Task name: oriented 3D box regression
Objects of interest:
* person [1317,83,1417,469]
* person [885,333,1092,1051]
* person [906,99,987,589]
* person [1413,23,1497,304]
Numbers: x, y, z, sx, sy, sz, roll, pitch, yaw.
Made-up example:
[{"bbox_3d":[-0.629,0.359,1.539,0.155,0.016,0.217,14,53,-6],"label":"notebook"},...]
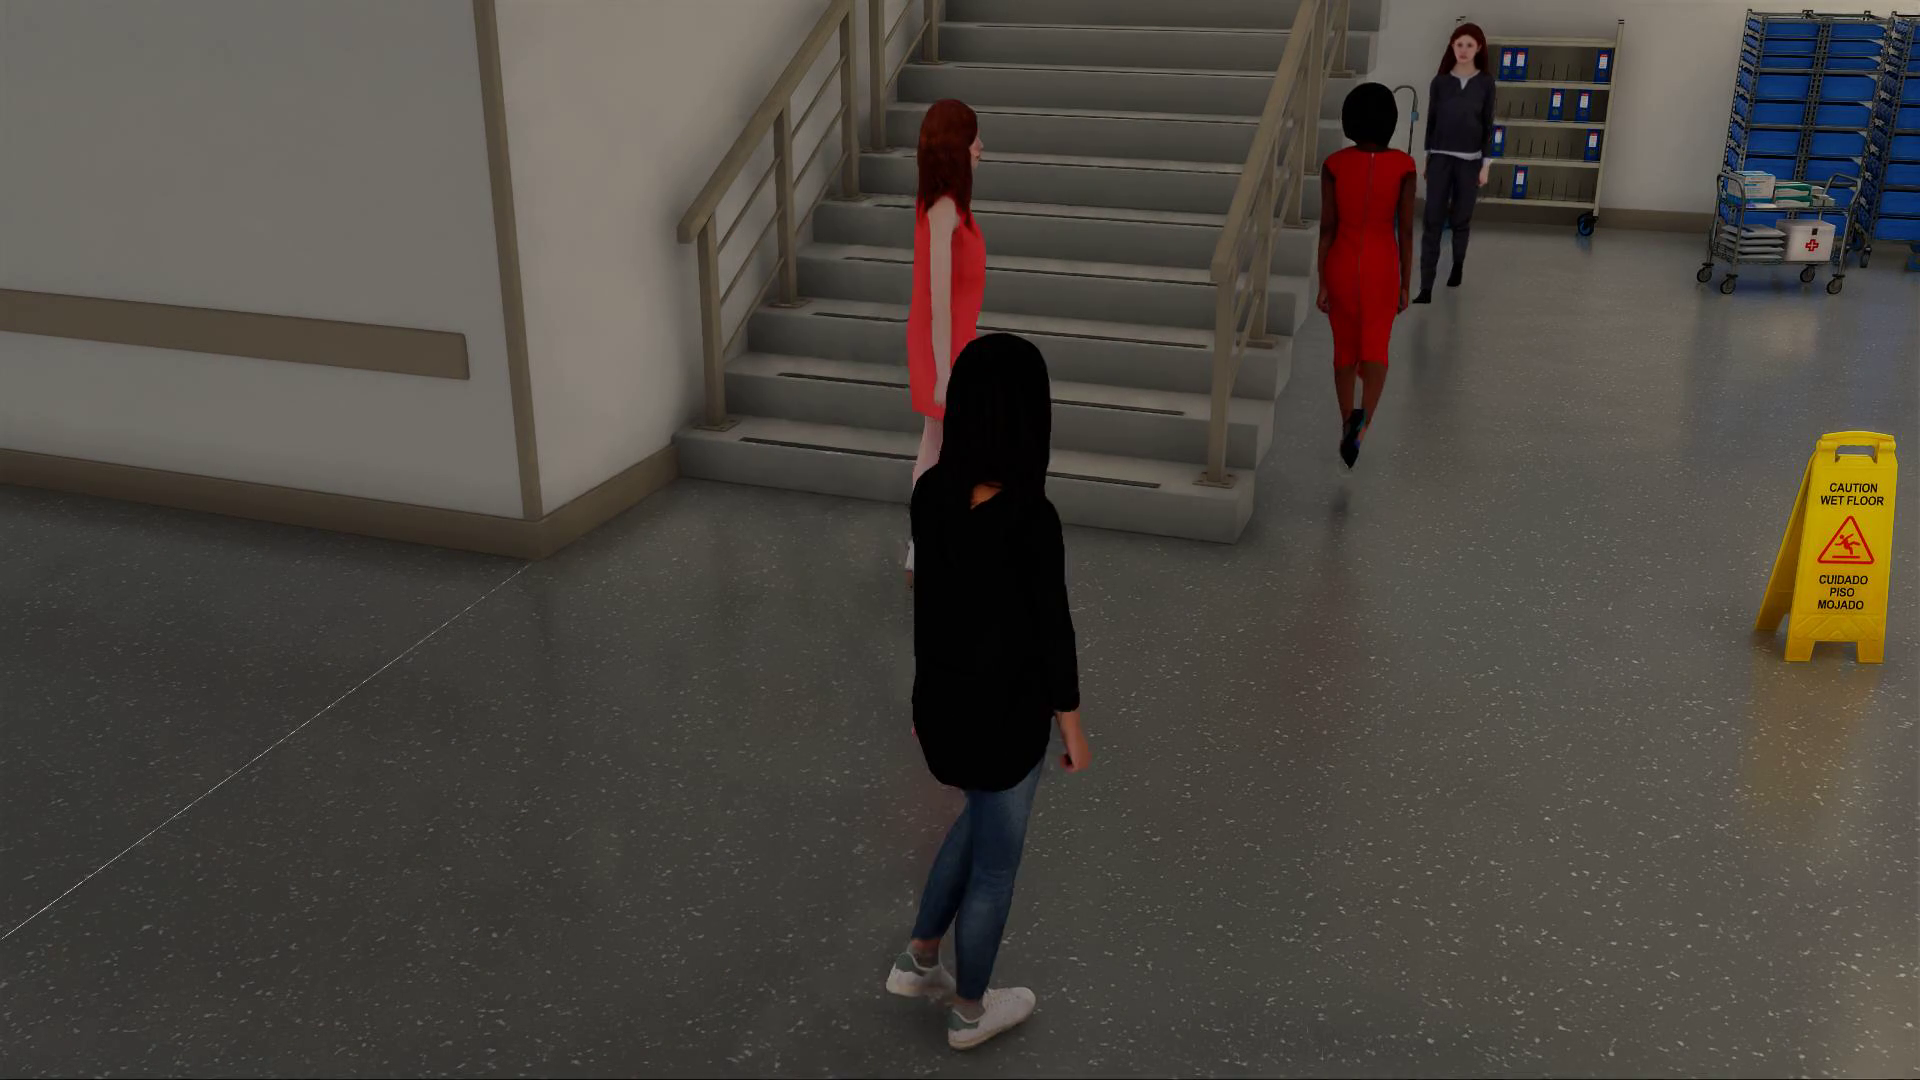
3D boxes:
[{"bbox_3d":[1.770,-1.102,7.356,0.650,1.718,1.021,5,21,13],"label":"person"},{"bbox_3d":[0.003,0.388,3.539,0.735,1.634,0.684,-18,27,-39],"label":"person"},{"bbox_3d":[-0.147,-0.663,6.056,0.763,1.816,0.671,-3,21,-7],"label":"person"},{"bbox_3d":[3.241,-2.404,10.793,0.659,1.719,1.185,10,23,24],"label":"person"}]
